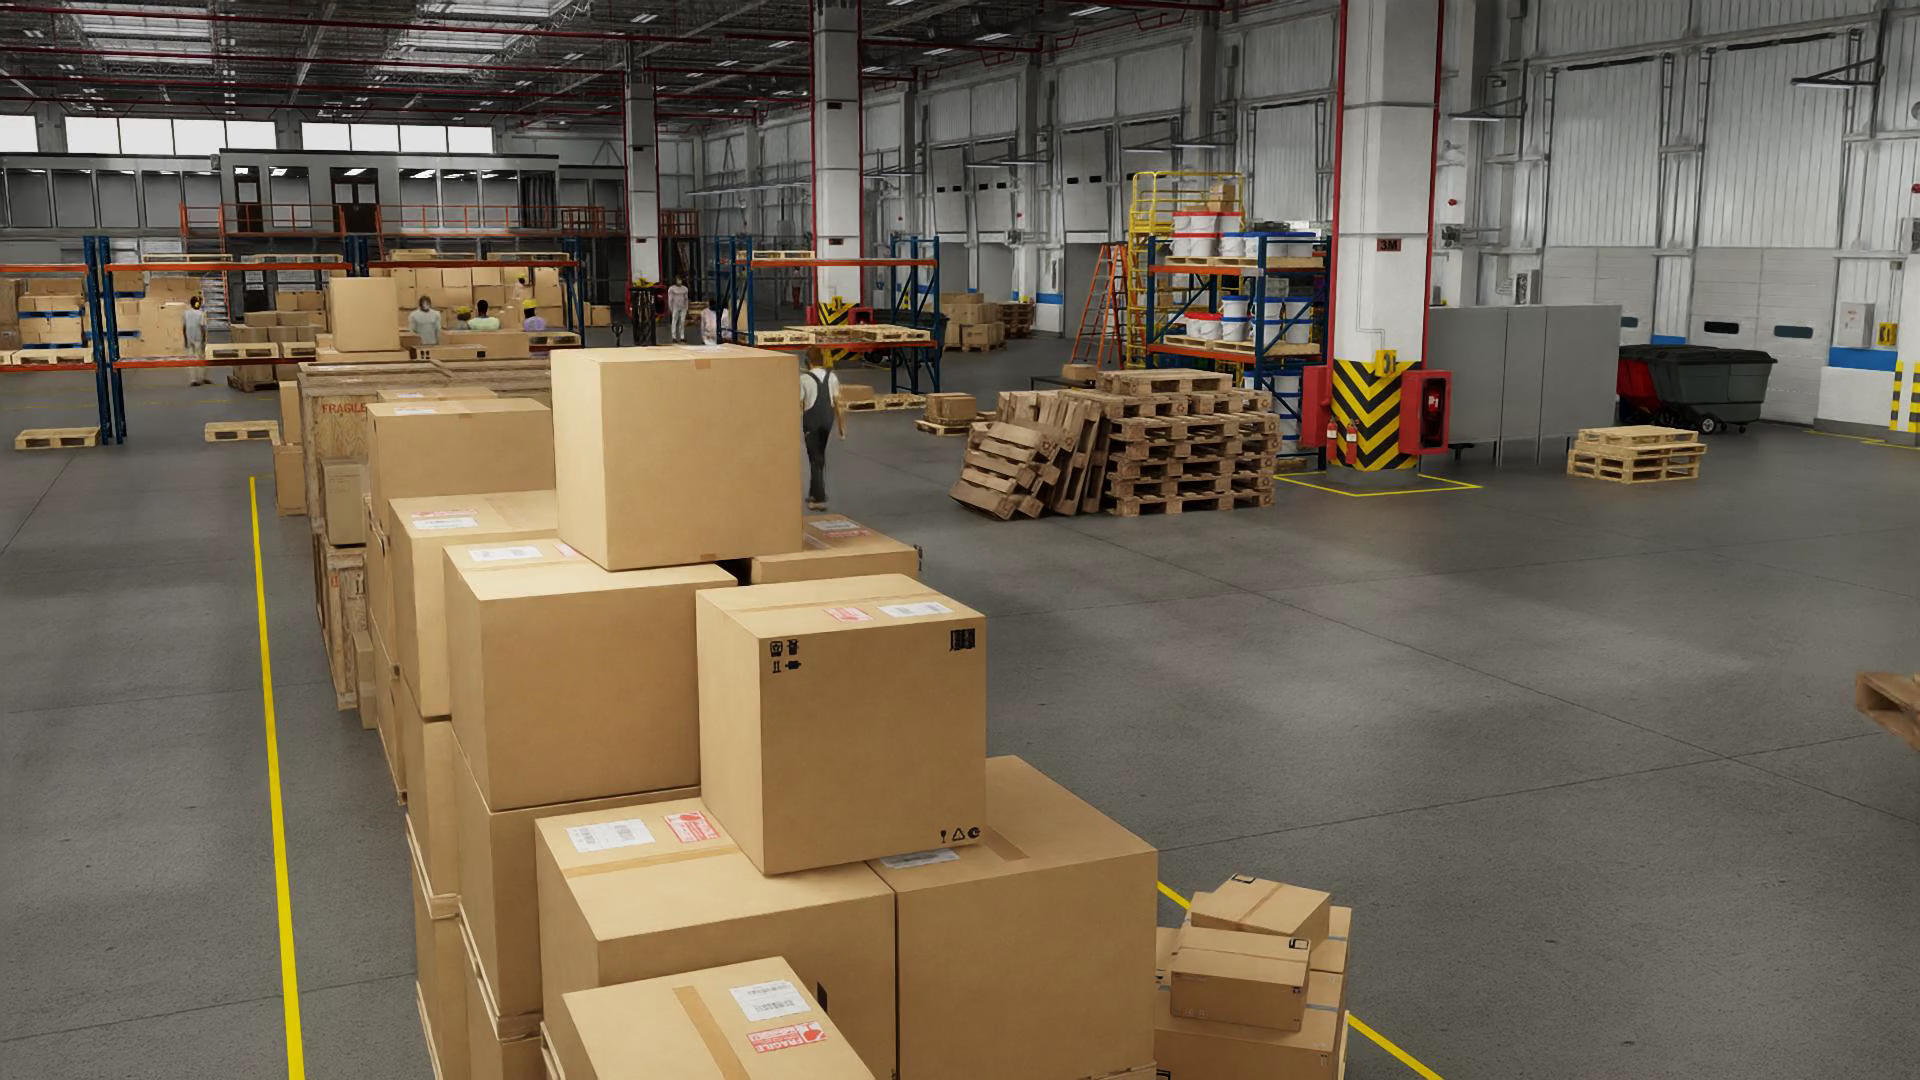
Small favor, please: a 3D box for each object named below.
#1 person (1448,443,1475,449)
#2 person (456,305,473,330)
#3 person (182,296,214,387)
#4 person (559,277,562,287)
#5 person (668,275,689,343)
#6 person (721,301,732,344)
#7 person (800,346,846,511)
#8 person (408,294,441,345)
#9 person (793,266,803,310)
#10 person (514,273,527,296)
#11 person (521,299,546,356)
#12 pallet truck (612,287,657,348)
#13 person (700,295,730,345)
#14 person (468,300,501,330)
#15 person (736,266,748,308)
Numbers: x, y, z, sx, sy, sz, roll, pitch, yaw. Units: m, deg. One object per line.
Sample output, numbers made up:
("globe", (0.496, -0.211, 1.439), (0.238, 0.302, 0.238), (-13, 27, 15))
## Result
("person", (7.209, -2.261, 23.774), (0.542, 1.928, 0.374), (-9, 13, -39))
("person", (-9.484, -3.609, 31.731), (0.483, 1.728, 0.504), (-7, 12, -34))
("person", (-15.533, -4.047, 33.882), (0.553, 1.827, 0.787), (1, 10, 6))
("person", (-14.772, -8.951, 60.664), (0.629, 1.916, 0.587), (-6, 12, -30))
("person", (-8.108, -6.661, 47.996), (0.628, 1.940, 0.378), (-8, 13, -36))
("person", (-5.056, -4.358, 36.022), (0.536, 1.674, 0.708), (3, 11, 18))
("person", (-1.624, -1.250, 18.540), (0.654, 1.795, 0.803), (-7, 12, -32))
("person", (-10.424, -3.826, 32.419), (0.653, 1.920, 0.510), (-7, 13, -35))
("person", (-6.802, -10.619, 69.652), (0.388, 1.992, 0.625), (-4, 11, -21))
("person", (-13.968, -7.591, 53.240), (0.877, 1.885, 0.617), (-6, 12, -30))
("person", (-7.808, -3.408, 30.184), (0.824, 1.898, 0.598), (4, 11, 23))
("pallet truck", (-6.464, -4.406, 35.401), (0.823, 1.965, 1.885), (6, 12, 32))
("person", (-5.121, -4.218, 34.864), (0.635, 1.824, 0.605), (0, 10, 3))
("person", (-8.397, -3.283, 29.430), (0.588, 1.920, 0.392), (-6, 12, -31))
("person", (-9.324, -10.810, 71.189), (0.649, 1.836, 0.429), (-8, 13, -38))
